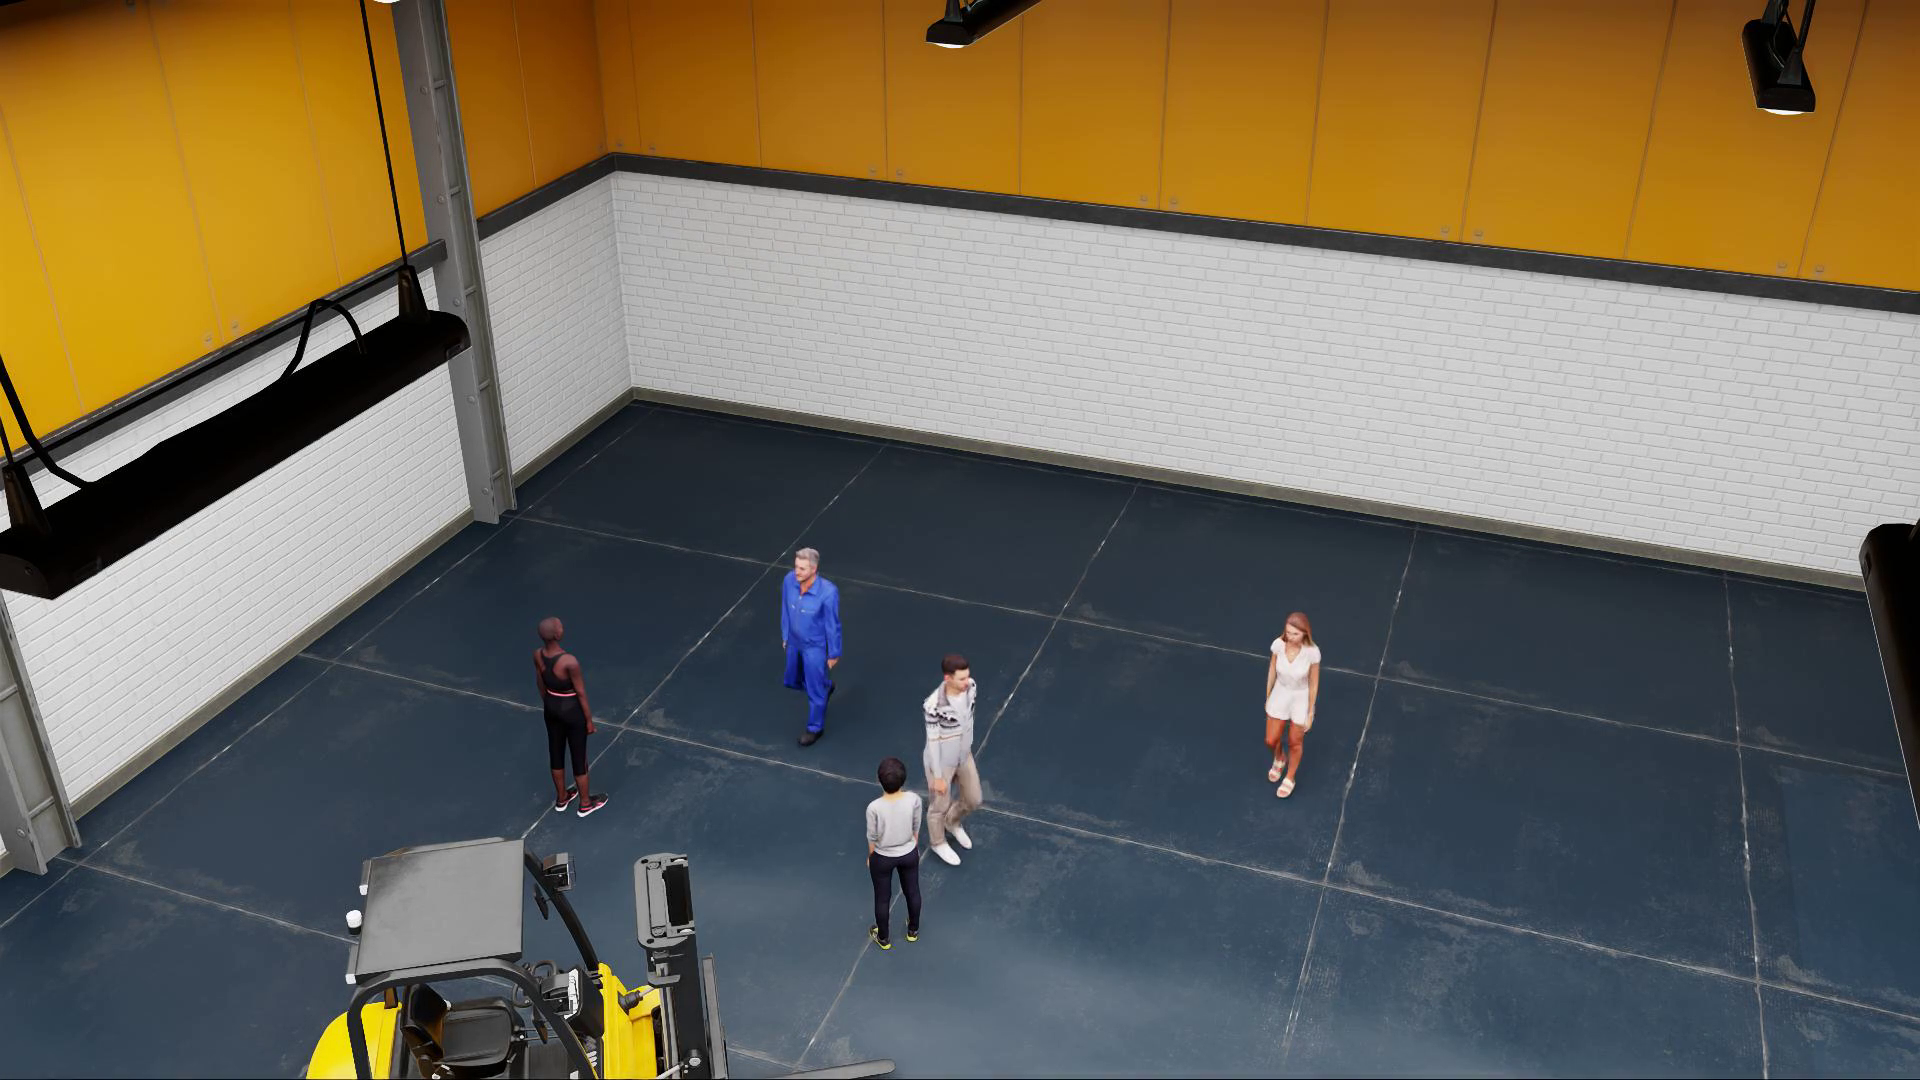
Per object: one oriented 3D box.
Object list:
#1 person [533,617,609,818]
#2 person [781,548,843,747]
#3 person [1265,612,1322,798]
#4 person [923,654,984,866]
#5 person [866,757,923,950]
[{"bbox_3d":[-3.070,1.356,12.870,0.579,1.758,0.526,11,31,20],"label":"person"},{"bbox_3d":[-1.196,0.822,13.790,0.869,1.814,0.940,18,33,30],"label":"person"},{"bbox_3d":[2.656,1.243,13.157,0.611,1.681,0.647,13,31,22],"label":"person"},{"bbox_3d":[-0.143,1.581,12.378,0.740,1.835,0.848,-24,37,-37],"label":"person"},{"bbox_3d":[-0.457,2.176,11.580,0.615,1.554,0.661,-10,30,-18],"label":"person"}]
